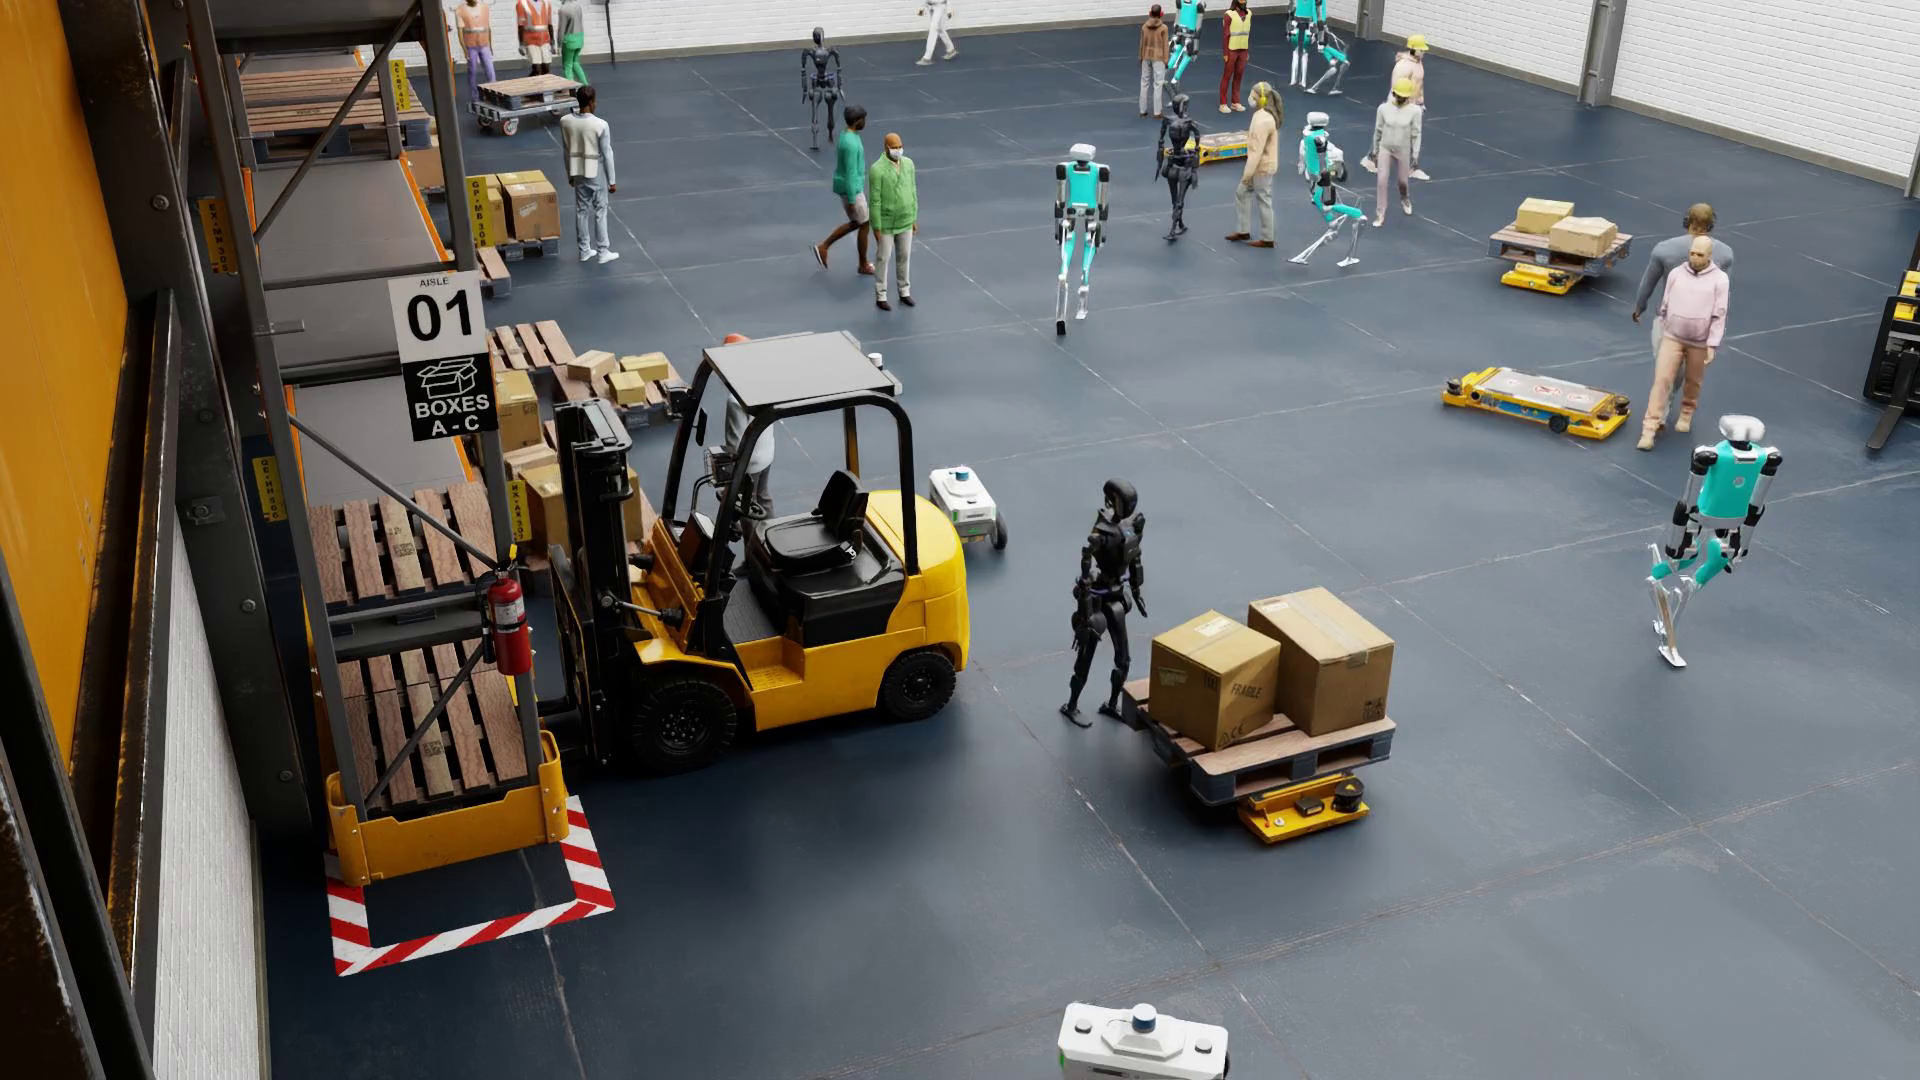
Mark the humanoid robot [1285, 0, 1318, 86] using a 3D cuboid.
[{"bbox_3d":[5.459,-8.099,26.478,0.540,1.791,0.754,6,27,12],"label":"humanoid robot"}]

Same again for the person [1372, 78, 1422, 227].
[{"bbox_3d":[5.114,-4.577,19.467,0.553,1.731,0.710,11,29,20],"label":"person"}]

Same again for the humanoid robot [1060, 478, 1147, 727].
[{"bbox_3d":[0.834,0.351,9.736,0.450,1.633,0.584,22,34,37],"label":"humanoid robot"}]

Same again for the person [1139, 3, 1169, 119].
[{"bbox_3d":[2.839,-7.027,24.431,0.463,1.648,0.327,15,30,27],"label":"person"}]

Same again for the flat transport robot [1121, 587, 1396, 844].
[{"bbox_3d":[1.667,1.215,9.571,0.659,0.231,1.431,-11,29,-21],"label":"flat transport robot"}]

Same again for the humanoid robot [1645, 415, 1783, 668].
[{"bbox_3d":[4.599,0.012,10.455,0.544,1.890,0.784,-2,27,-3],"label":"humanoid robot"}]

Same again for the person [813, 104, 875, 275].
[{"bbox_3d":[-1.190,-3.690,17.593,0.685,1.822,0.512,-5,27,-11],"label":"person"}]

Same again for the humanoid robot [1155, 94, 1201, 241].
[{"bbox_3d":[2.448,-4.228,18.849,0.590,1.633,0.672,21,34,36],"label":"humanoid robot"}]

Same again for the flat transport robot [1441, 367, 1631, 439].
[{"bbox_3d":[4.984,-1.208,14.391,1.431,0.231,0.659,20,33,34],"label":"flat transport robot"}]

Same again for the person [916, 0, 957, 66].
[{"bbox_3d":[-0.383,-9.055,28.254,0.968,1.843,0.584,-22,34,-37],"label":"person"}]

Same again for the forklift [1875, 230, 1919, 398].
[{"bbox_3d":[9.029,-2.397,14.618,1.214,2.155,2.313,18,32,32],"label":"forklift"}]

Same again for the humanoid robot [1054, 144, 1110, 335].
[{"bbox_3d":[1.114,-2.859,16.055,0.532,1.768,0.963,6,27,12],"label":"humanoid robot"}]

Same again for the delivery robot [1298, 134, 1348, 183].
[{"bbox_3d":[4.661,-4.940,21.484,0.499,0.585,0.772,-5,27,-10],"label":"delivery robot"}]

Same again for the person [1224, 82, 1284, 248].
[{"bbox_3d":[3.243,-4.155,18.487,0.726,1.851,0.575,5,27,11],"label":"person"}]

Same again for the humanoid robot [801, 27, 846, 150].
[{"bbox_3d":[-1.869,-6.162,22.711,0.609,1.628,0.721,1,27,2],"label":"humanoid robot"}]

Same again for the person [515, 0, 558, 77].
[{"bbox_3d":[-6.356,-7.483,25.032,0.418,1.937,0.652,23,35,38],"label":"person"}]

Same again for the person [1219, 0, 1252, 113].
[{"bbox_3d":[4.107,-7.297,24.828,0.475,1.769,0.362,-14,30,-26],"label":"person"}]

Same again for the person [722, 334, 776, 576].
[{"bbox_3d":[-1.478,-0.587,11.517,0.350,1.740,0.568,8,28,16],"label":"person"}]

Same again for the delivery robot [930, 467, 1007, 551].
[{"bbox_3d":[0.022,-0.229,12.143,0.499,0.612,0.814,-7,28,-13],"label":"delivery robot"}]

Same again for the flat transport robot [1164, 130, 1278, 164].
[{"bbox_3d":[3.545,-5.328,22.585,1.431,0.231,0.659,-13,29,-23],"label":"flat transport robot"}]

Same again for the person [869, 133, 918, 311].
[{"bbox_3d":[-0.671,-3.189,16.660,0.534,1.778,0.390,-17,32,-31],"label":"person"}]

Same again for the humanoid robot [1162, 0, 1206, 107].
[{"bbox_3d":[3.279,-7.350,24.986,0.654,1.794,0.531,-22,34,-37],"label":"humanoid robot"}]

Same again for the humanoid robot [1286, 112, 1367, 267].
[{"bbox_3d":[4.049,-3.704,17.754,1.004,1.733,0.545,-4,27,-7],"label":"humanoid robot"}]

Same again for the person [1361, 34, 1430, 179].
[{"bbox_3d":[5.672,-5.579,21.371,0.923,1.825,0.812,12,29,22],"label":"person"}]

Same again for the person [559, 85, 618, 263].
[{"bbox_3d":[-4.007,-3.949,18.025,0.596,1.907,0.410,9,28,17],"label":"person"}]

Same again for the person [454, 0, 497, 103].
[{"bbox_3d":[-7.198,-7.362,24.917,0.565,1.804,0.903,-18,32,-31],"label":"person"}]

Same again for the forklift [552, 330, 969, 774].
[{"bbox_3d":[-1.094,0.010,9.831,2.313,2.155,1.214,-10,28,-20],"label":"forklift"}]

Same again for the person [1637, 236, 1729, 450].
[{"bbox_3d":[5.952,-1.637,13.606,0.534,1.745,0.884,16,31,29],"label":"person"}]

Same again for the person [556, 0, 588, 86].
[{"bbox_3d":[-5.977,-7.636,25.435,0.416,1.825,0.541,12,29,23],"label":"person"}]

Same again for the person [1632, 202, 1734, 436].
[{"bbox_3d":[5.995,-1.886,13.920,0.656,1.889,0.893,4,27,8],"label":"person"}]

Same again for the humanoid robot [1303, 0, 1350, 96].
[{"bbox_3d":[5.808,-7.764,25.808,0.838,1.766,0.530,5,27,9],"label":"humanoid robot"}]

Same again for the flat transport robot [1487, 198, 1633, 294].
[{"bbox_3d":[6.403,-2.952,17.860,0.659,0.231,1.431,19,33,33],"label":"flat transport robot"}]

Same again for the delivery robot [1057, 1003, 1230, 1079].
[{"bbox_3d":[0.816,2.269,7.172,0.780,0.609,0.513,6,27,12],"label":"delivery robot"}]
